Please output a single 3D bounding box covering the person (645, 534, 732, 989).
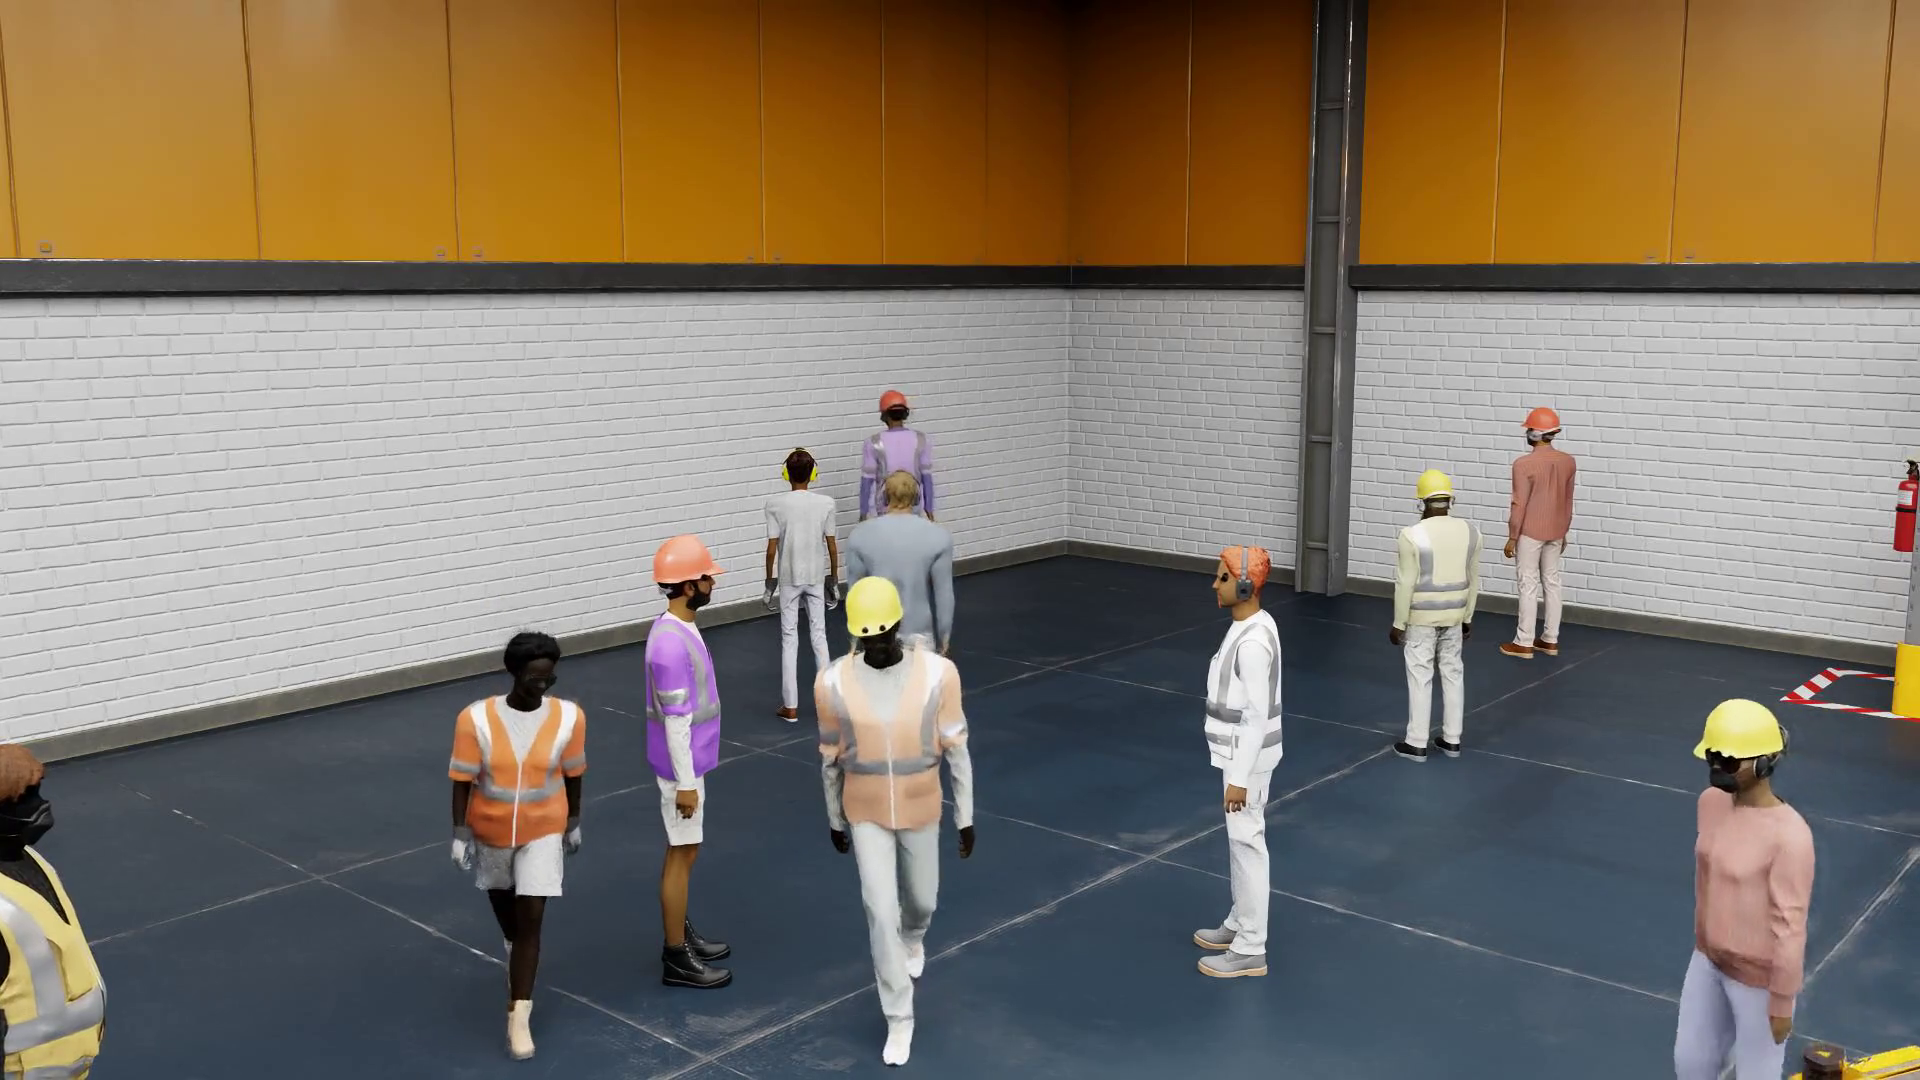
[{"bbox_3d":[-1.165,0.938,7.131,0.340,1.942,0.552,-1,9,-7],"label":"person"}]

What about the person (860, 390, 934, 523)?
[{"bbox_3d":[-0.571,-0.309,14.671,0.648,2.031,0.460,-2,9,-13],"label":"person"}]

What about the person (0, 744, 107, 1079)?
[{"bbox_3d":[-2.460,1.431,4.354,0.429,1.845,0.621,-3,10,-19],"label":"person"}]

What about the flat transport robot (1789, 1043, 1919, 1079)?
[{"bbox_3d":[3.595,2.025,5.537,0.652,0.197,1.431,-4,10,-22],"label":"flat transport robot"}]

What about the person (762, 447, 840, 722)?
[{"bbox_3d":[-1.086,0.304,11.342,0.537,1.869,0.312,-3,9,-16],"label":"person"}]

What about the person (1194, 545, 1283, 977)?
[{"bbox_3d":[1.218,0.953,7.229,0.356,1.882,0.574,1,9,7],"label":"person"}]

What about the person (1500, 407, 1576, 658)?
[{"bbox_3d":[4.595,-0.058,13.216,0.622,1.997,0.372,-4,10,-25],"label":"person"}]

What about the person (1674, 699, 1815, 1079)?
[{"bbox_3d":[2.544,1.343,5.256,0.688,1.742,0.520,-2,9,-10],"label":"person"}]

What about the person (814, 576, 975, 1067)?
[{"bbox_3d":[-0.265,1.040,6.664,0.621,1.887,0.836,0,9,-3],"label":"person"}]

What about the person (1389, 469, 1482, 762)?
[{"bbox_3d":[2.954,0.471,10.418,0.597,1.828,0.403,-3,10,-19],"label":"person"}]

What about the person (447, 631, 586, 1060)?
[{"bbox_3d":[-1.773,1.147,6.737,0.536,1.647,0.867,-2,9,-11],"label":"person"}]

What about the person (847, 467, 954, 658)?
[{"bbox_3d":[-0.355,0.541,9.722,0.634,1.924,0.636,1,9,4],"label":"person"}]
